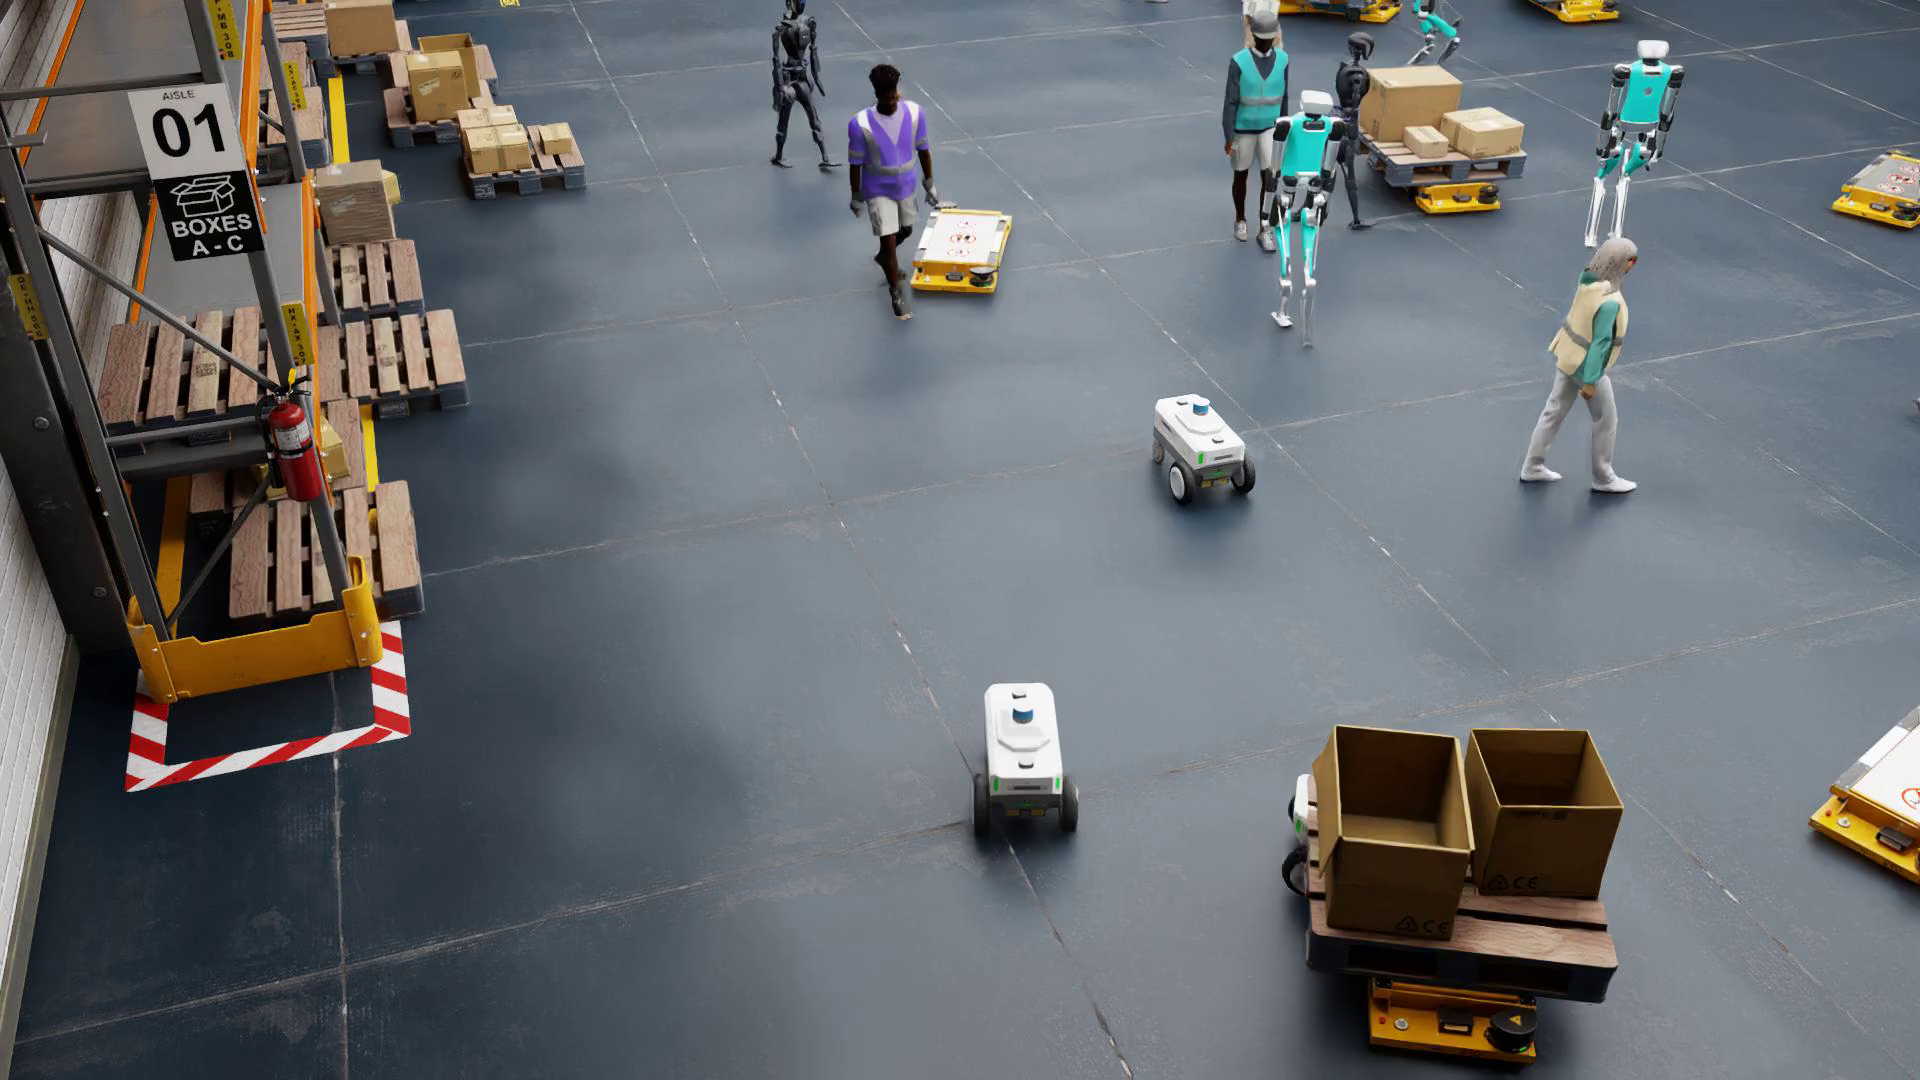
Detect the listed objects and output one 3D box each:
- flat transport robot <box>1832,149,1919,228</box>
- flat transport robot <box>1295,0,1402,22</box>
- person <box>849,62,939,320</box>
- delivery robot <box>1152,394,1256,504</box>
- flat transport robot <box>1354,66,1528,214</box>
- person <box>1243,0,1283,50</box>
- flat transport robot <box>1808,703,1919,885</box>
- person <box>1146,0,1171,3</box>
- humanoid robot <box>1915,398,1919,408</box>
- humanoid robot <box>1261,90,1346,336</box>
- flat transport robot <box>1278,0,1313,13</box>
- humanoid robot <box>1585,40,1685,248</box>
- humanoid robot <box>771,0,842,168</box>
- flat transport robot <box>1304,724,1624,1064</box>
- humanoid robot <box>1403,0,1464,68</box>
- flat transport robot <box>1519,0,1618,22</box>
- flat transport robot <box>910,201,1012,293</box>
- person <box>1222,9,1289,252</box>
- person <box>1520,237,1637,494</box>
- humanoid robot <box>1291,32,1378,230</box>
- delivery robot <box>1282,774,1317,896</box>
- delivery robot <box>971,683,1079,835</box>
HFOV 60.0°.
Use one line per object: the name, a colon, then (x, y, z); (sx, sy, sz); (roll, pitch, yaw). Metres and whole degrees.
flat transport robot: (8.247, -3.086, 14.592); (0.659, 0.231, 1.431); (26, 41, 34)
flat transport robot: (4.424, -6.350, 19.598); (1.431, 0.231, 0.659); (17, 37, 24)
person: (-0.557, -2.678, 12.477); (0.646, 1.926, 0.805); (-16, 36, -23)
delivery robot: (1.511, -0.618, 10.524); (0.499, 0.572, 0.747); (-11, 35, -16)
flat transport robot: (4.224, -3.272, 14.876); (0.659, 0.231, 1.431); (-6, 34, -8)
person: (3.015, -5.208, 16.573); (0.446, 1.657, 0.473); (-24, 40, -32)
flat transport robot: (4.780, 1.179, 8.051); (1.431, 0.231, 0.659); (-25, 41, -33)
person: (2.381, -7.212, 19.511); (0.576, 1.806, 0.610); (-3, 33, -5)
humanoid robot: (6.792, -1.428, 10.747); (0.975, 1.789, 0.555); (21, 39, 29)
humanoid robot: (2.511, -2.243, 12.067); (0.568, 1.910, 0.726); (-6, 34, -9)
flat transport robot: (3.911, -6.635, 20.034); (0.659, 0.231, 1.431); (-4, 33, -6)
humanoid robot: (5.360, -3.227, 13.392); (0.534, 1.720, 0.716); (4, 33, 6)
humanoid robot: (-1.443, -4.099, 14.874); (0.711, 1.632, 0.589); (23, 40, 31)
flat transport robot: (2.106, 1.652, 7.324); (0.659, 0.231, 1.431); (5, 33, 7)
humanoid robot: (4.854, -5.468, 16.931); (0.811, 1.803, 0.556); (2, 33, 3)
flat transport robot: (7.118, -6.441, 19.737); (0.659, 0.231, 1.431); (-8, 34, -13)
flat transport robot: (0.026, -2.380, 13.509); (0.659, 0.231, 1.431); (4, 33, 6)
person: (2.389, -3.263, 13.354); (0.580, 1.918, 0.738); (-3, 33, -5)
person: (3.934, -1.050, 10.174); (0.783, 1.681, 0.491); (0, 33, -1)
humanoid robot: (3.196, -3.397, 13.823); (0.699, 1.643, 0.589); (1, 33, 1)
delivery robot: (1.861, 1.315, 7.563); (0.769, 0.577, 0.499); (7, 34, 11)
delivery robot: (0.300, 1.026, 8.002); (0.499, 0.572, 0.747); (-1, 33, -1)
